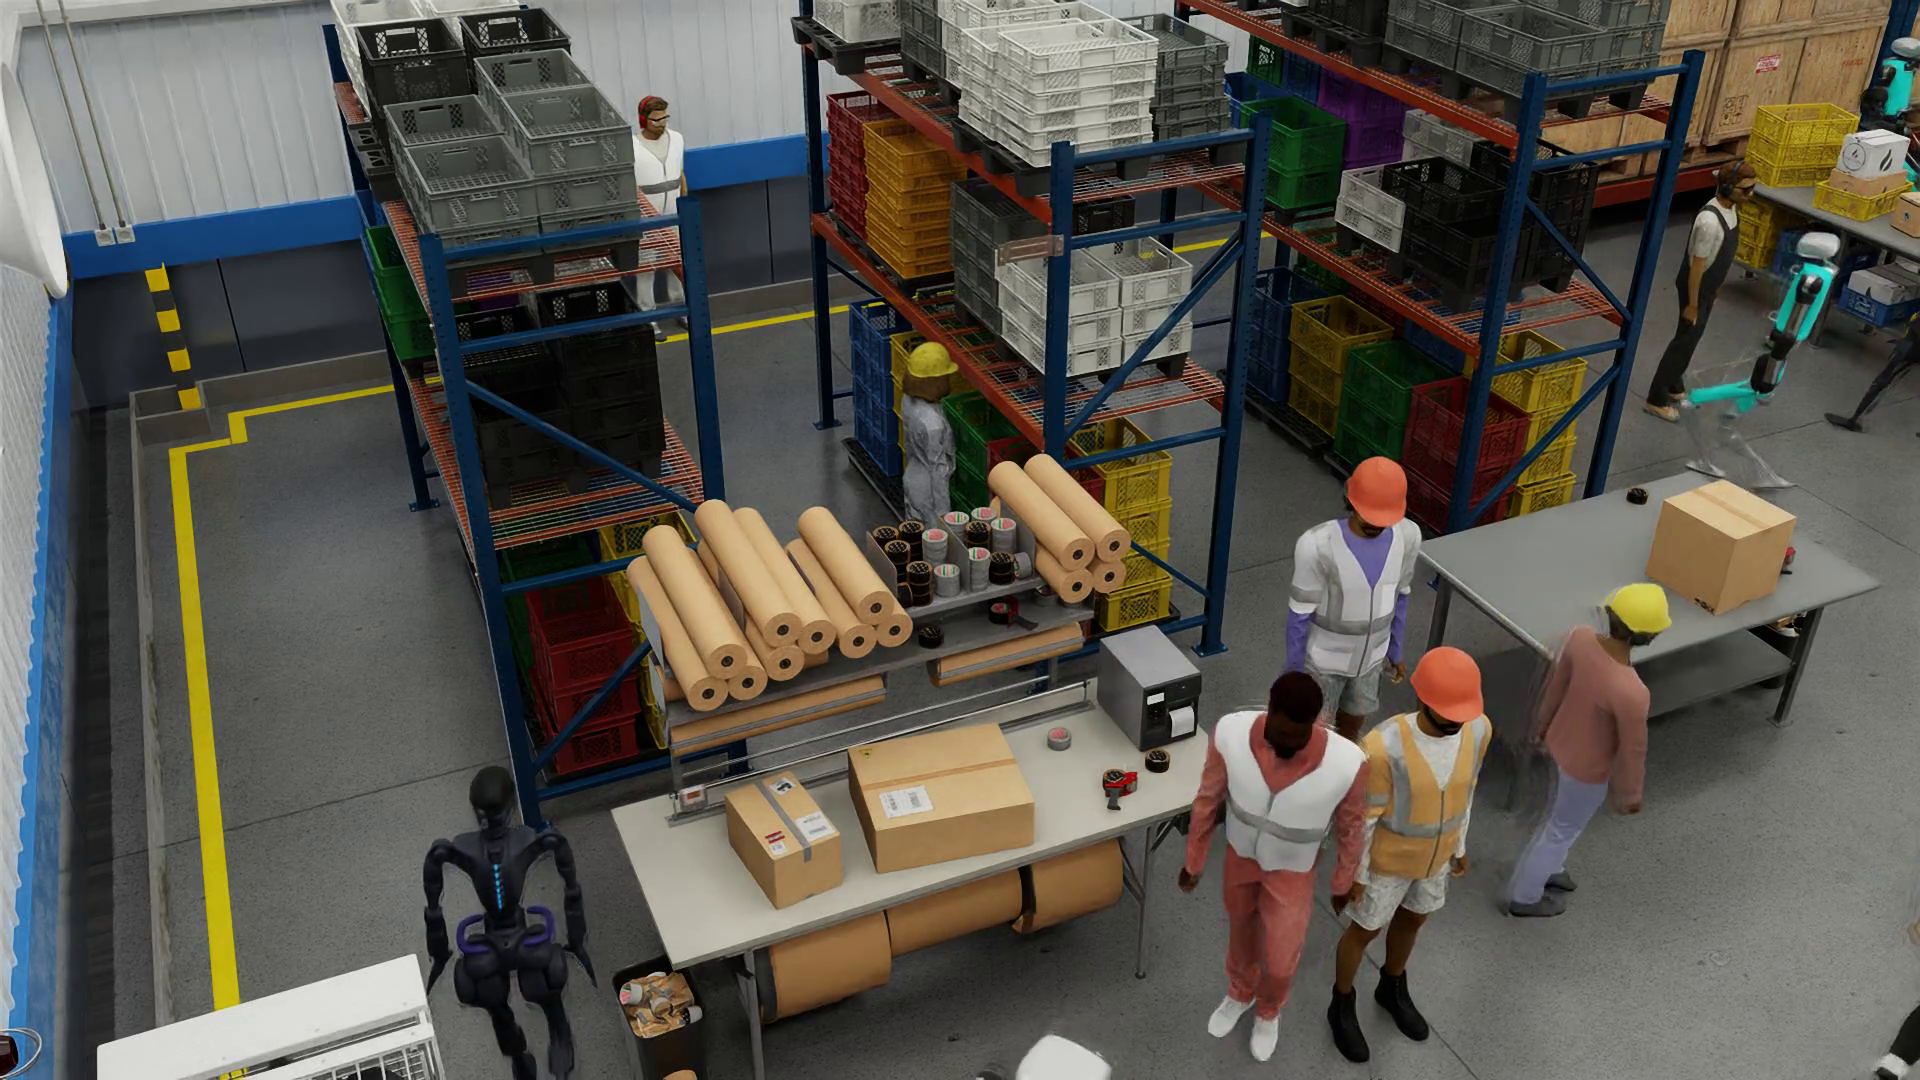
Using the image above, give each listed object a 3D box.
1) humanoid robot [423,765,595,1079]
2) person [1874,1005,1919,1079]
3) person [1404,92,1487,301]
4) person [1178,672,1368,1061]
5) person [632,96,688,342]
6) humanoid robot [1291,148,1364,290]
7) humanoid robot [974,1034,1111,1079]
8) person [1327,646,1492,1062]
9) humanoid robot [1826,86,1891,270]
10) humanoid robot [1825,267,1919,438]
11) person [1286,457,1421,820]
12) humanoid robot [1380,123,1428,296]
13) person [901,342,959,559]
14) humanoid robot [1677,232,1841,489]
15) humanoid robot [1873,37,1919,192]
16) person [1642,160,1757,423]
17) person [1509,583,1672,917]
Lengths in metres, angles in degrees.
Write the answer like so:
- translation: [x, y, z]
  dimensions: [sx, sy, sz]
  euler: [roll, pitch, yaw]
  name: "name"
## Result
- translation: [-1.664, 1.570, 6.103]
  dimensions: [0.612, 1.636, 0.633]
  euler: [-8, 33, -13]
  name: "humanoid robot"
- translation: [3.862, 1.464, 6.094]
  dimensions: [0.450, 1.841, 0.598]
  euler: [-13, 34, -20]
  name: "person"
- translation: [3.751, -2.504, 12.593]
  dimensions: [0.868, 1.798, 0.646]
  euler: [5, 32, 7]
  name: "person"
- translation: [1.190, 1.244, 6.397]
  dimensions: [0.630, 1.890, 0.494]
  euler: [17, 35, 25]
  name: "person"
- translation: [-2.252, -2.404, 12.384]
  dimensions: [0.389, 1.836, 0.562]
  euler: [27, 41, 37]
  name: "person"
- translation: [2.827, -2.814, 13.072]
  dimensions: [0.532, 1.719, 0.734]
  euler: [-18, 36, -27]
  name: "humanoid robot"
- translation: [0.377, 2.087, 5.254]
  dimensions: [0.554, 1.868, 0.842]
  euler: [15, 35, 22]
  name: "humanoid robot"
- translation: [1.748, 1.211, 6.413]
  dimensions: [0.546, 1.936, 0.376]
  euler: [-11, 33, -17]
  name: "person"
- translation: [6.999, -2.701, 13.022]
  dimensions: [0.616, 1.645, 0.408]
  euler: [-14, 34, -22]
  name: "humanoid robot"
- translation: [6.382, -1.411, 10.968]
  dimensions: [0.803, 1.626, 0.600]
  euler: [22, 38, 31]
  name: "humanoid robot"
- translation: [1.737, 0.523, 7.442]
  dimensions: [0.605, 2.033, 0.388]
  euler: [-9, 33, -15]
  name: "person"
- translation: [3.380, -2.276, 12.257]
  dimensions: [0.691, 1.781, 0.534]
  euler: [17, 36, 26]
  name: "humanoid robot"
- translation: [-0.151, -0.268, 8.998]
  dimensions: [0.295, 1.743, 0.486]
  euler: [-11, 33, -17]
  name: "person"
- translation: [4.903, -1.089, 10.332]
  dimensions: [0.914, 1.760, 0.547]
  euler: [18, 36, 26]
  name: "humanoid robot"
- translation: [7.809, -3.241, 13.706]
  dimensions: [0.533, 1.677, 0.735]
  euler: [-24, 39, -33]
  name: "humanoid robot"
- translation: [4.990, -1.672, 11.198]
  dimensions: [0.331, 1.836, 0.505]
  euler: [21, 37, 30]
  name: "person"
- translation: [2.691, 0.923, 7.055]
  dimensions: [0.518, 1.746, 0.539]
  euler: [-4, 32, -6]
  name: "person"
